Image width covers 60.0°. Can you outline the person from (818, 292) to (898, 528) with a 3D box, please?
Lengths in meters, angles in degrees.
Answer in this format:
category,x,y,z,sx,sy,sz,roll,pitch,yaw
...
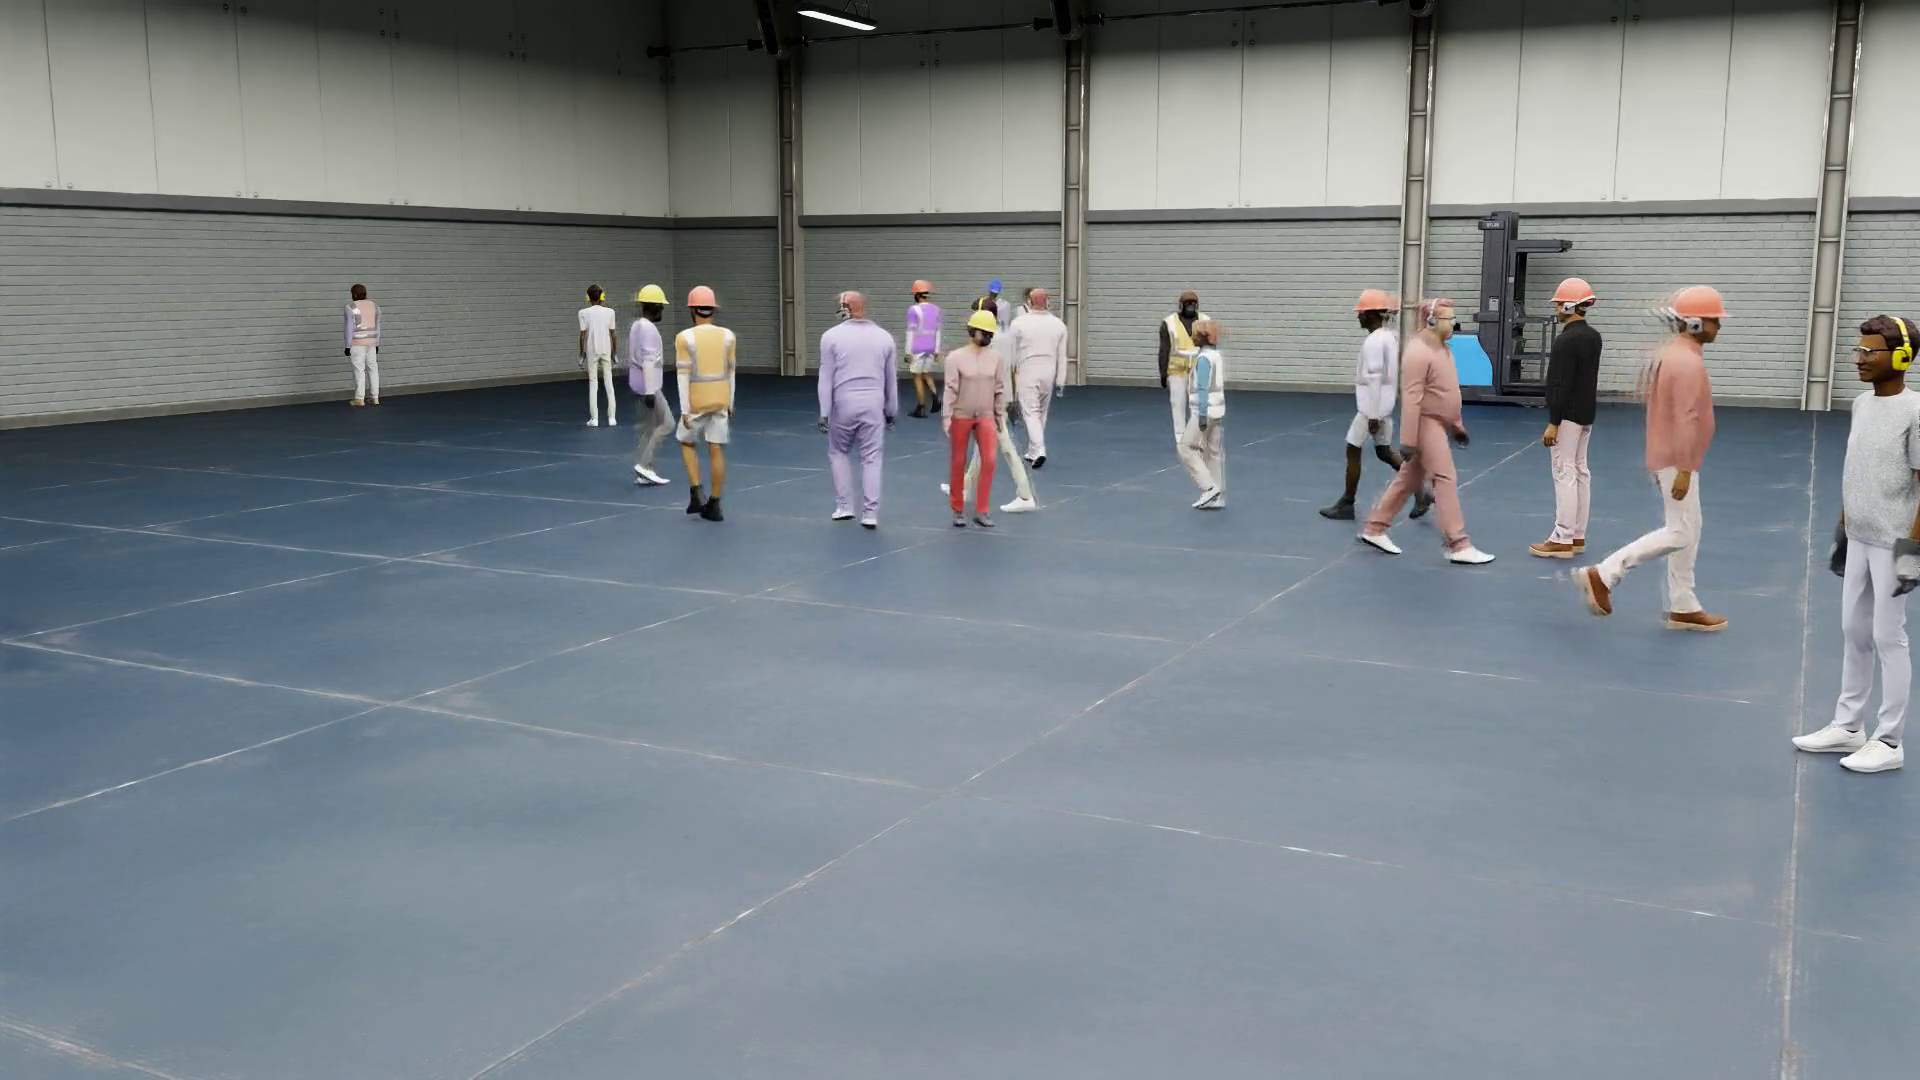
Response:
category,x,y,z,sx,sy,sz,roll,pitch,yaw
person,-0.845,-1.051,13.397,0.704,1.872,0.705,-4,10,-21

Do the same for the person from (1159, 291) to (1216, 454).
category,x,y,z,sx,sy,sz,roll,pitch,yaw
person,2.551,-1.854,18.552,0.658,1.809,0.877,0,9,0

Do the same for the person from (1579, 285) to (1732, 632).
category,x,y,z,sx,sy,sz,roll,pitch,yaw
person,4.004,-0.458,9.472,0.749,1.973,0.623,2,9,14

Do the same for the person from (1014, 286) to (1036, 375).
category,x,y,z,sx,sy,sz,roll,pitch,yaw
person,1.028,-3.076,26.119,0.516,1.814,0.894,-8,12,-39

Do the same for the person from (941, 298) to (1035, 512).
category,x,y,z,sx,sy,sz,roll,pitch,yaw
person,0.219,-1.162,14.284,1.004,1.806,0.549,5,11,30

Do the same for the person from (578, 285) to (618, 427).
category,x,y,z,sx,sy,sz,roll,pitch,yaw
person,-4.786,-2.438,22.001,0.518,1.865,0.326,-4,10,-21

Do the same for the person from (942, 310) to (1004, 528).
category,x,y,z,sx,sy,sz,roll,pitch,yaw
person,0.123,-0.956,13.249,0.580,1.724,0.694,-3,10,-19

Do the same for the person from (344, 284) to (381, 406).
category,x,y,z,sx,sy,sz,roll,pitch,yaw
person,-9.151,-2.984,25.428,0.429,1.846,0.626,6,11,31

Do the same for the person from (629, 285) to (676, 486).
category,x,y,z,sx,sy,sz,roll,pitch,yaw
person,-2.931,-1.463,15.828,0.420,1.911,0.620,-3,10,-19

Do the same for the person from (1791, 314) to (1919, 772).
category,x,y,z,sx,sy,sz,roll,pitch,yaw
person,3.775,0.013,6.859,0.335,1.873,0.520,-1,9,-5

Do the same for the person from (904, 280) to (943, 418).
category,x,y,z,sx,sy,sz,roll,pitch,yaw
person,-0.528,-2.683,23.352,0.445,1.924,0.552,9,13,44

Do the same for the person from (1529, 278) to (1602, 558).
category,x,y,z,sx,sy,sz,roll,pitch,yaw
person,4.382,-0.879,11.981,0.382,1.995,0.612,8,12,40

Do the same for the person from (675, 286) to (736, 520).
category,x,y,z,sx,sy,sz,roll,pitch,yaw
person,-2.110,-1.132,13.777,0.552,1.921,0.436,-5,10,-28

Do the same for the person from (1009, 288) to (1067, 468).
category,x,y,z,sx,sy,sz,roll,pitch,yaw
person,0.806,-1.718,17.537,0.635,1.870,0.960,-3,10,-20

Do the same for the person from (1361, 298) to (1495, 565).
category,x,y,z,sx,sy,sz,roll,pitch,yaw
person,3.328,-0.786,11.842,0.980,1.865,0.651,5,10,27

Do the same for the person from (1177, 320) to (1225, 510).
category,x,y,z,sx,sy,sz,roll,pitch,yaw
person,2.083,-1.062,14.240,0.392,1.631,0.517,4,10,22

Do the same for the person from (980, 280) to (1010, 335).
category,x,y,z,sx,sy,sz,roll,pitch,yaw
person,0.569,-3.431,28.023,0.658,1.897,0.678,5,10,28

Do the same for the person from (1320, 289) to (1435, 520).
category,x,y,z,sx,sy,sz,roll,pitch,yaw
person,3.478,-1.102,13.654,0.901,1.910,0.555,5,10,28

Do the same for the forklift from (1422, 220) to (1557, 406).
category,x,y,z,sx,sy,sz,roll,pitch,yaw
forklift,8.245,-3.527,25.720,1.873,2.768,1.129,5,10,27
